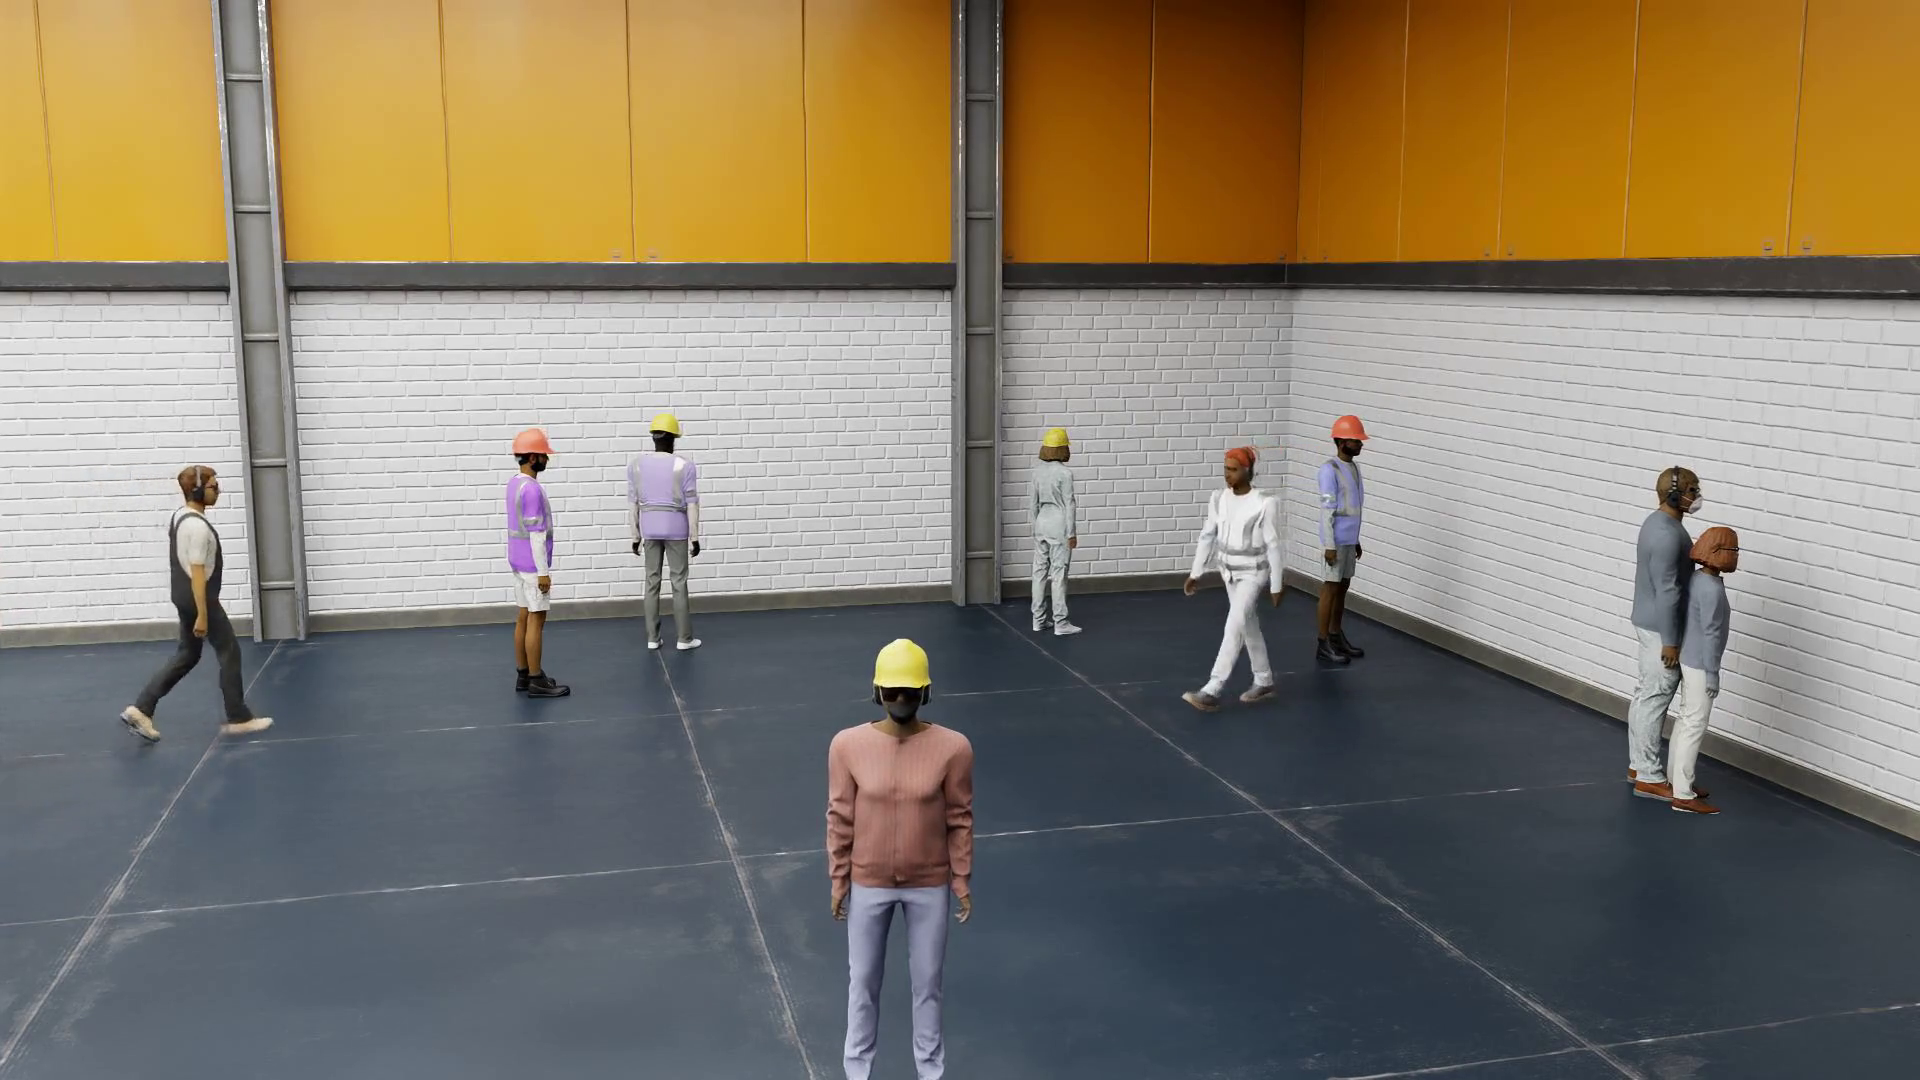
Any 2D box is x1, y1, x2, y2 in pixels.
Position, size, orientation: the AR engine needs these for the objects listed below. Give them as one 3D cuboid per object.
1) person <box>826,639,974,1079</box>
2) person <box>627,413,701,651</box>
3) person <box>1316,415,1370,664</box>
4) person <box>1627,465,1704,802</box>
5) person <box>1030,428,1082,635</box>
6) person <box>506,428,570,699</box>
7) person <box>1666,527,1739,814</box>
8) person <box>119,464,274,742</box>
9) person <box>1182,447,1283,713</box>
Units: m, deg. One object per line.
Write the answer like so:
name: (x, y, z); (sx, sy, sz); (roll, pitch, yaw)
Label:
person: (-0.210, 1.215, 5.906); (0.525, 1.771, 0.323); (0, 9, -1)
person: (-2.369, -0.056, 13.383); (0.585, 1.916, 0.390); (2, 9, 11)
person: (3.007, -0.012, 13.038); (0.359, 1.939, 0.542); (7, 11, 35)
person: (4.091, 0.529, 9.657); (0.372, 1.940, 0.630); (3, 10, 17)
person: (0.803, -0.078, 14.051); (0.301, 1.745, 0.483); (-8, 12, -43)
person: (-3.054, 0.163, 11.938); (0.353, 1.941, 0.543); (-5, 11, -31)
person: (4.212, 0.725, 9.419); (0.287, 1.625, 0.497); (2, 9, 14)
person: (-4.994, 0.415, 10.758); (0.859, 1.820, 0.517); (-8, 12, -40)
person: (1.880, 0.280, 11.549); (1.002, 1.824, 0.577); (-6, 11, -32)
